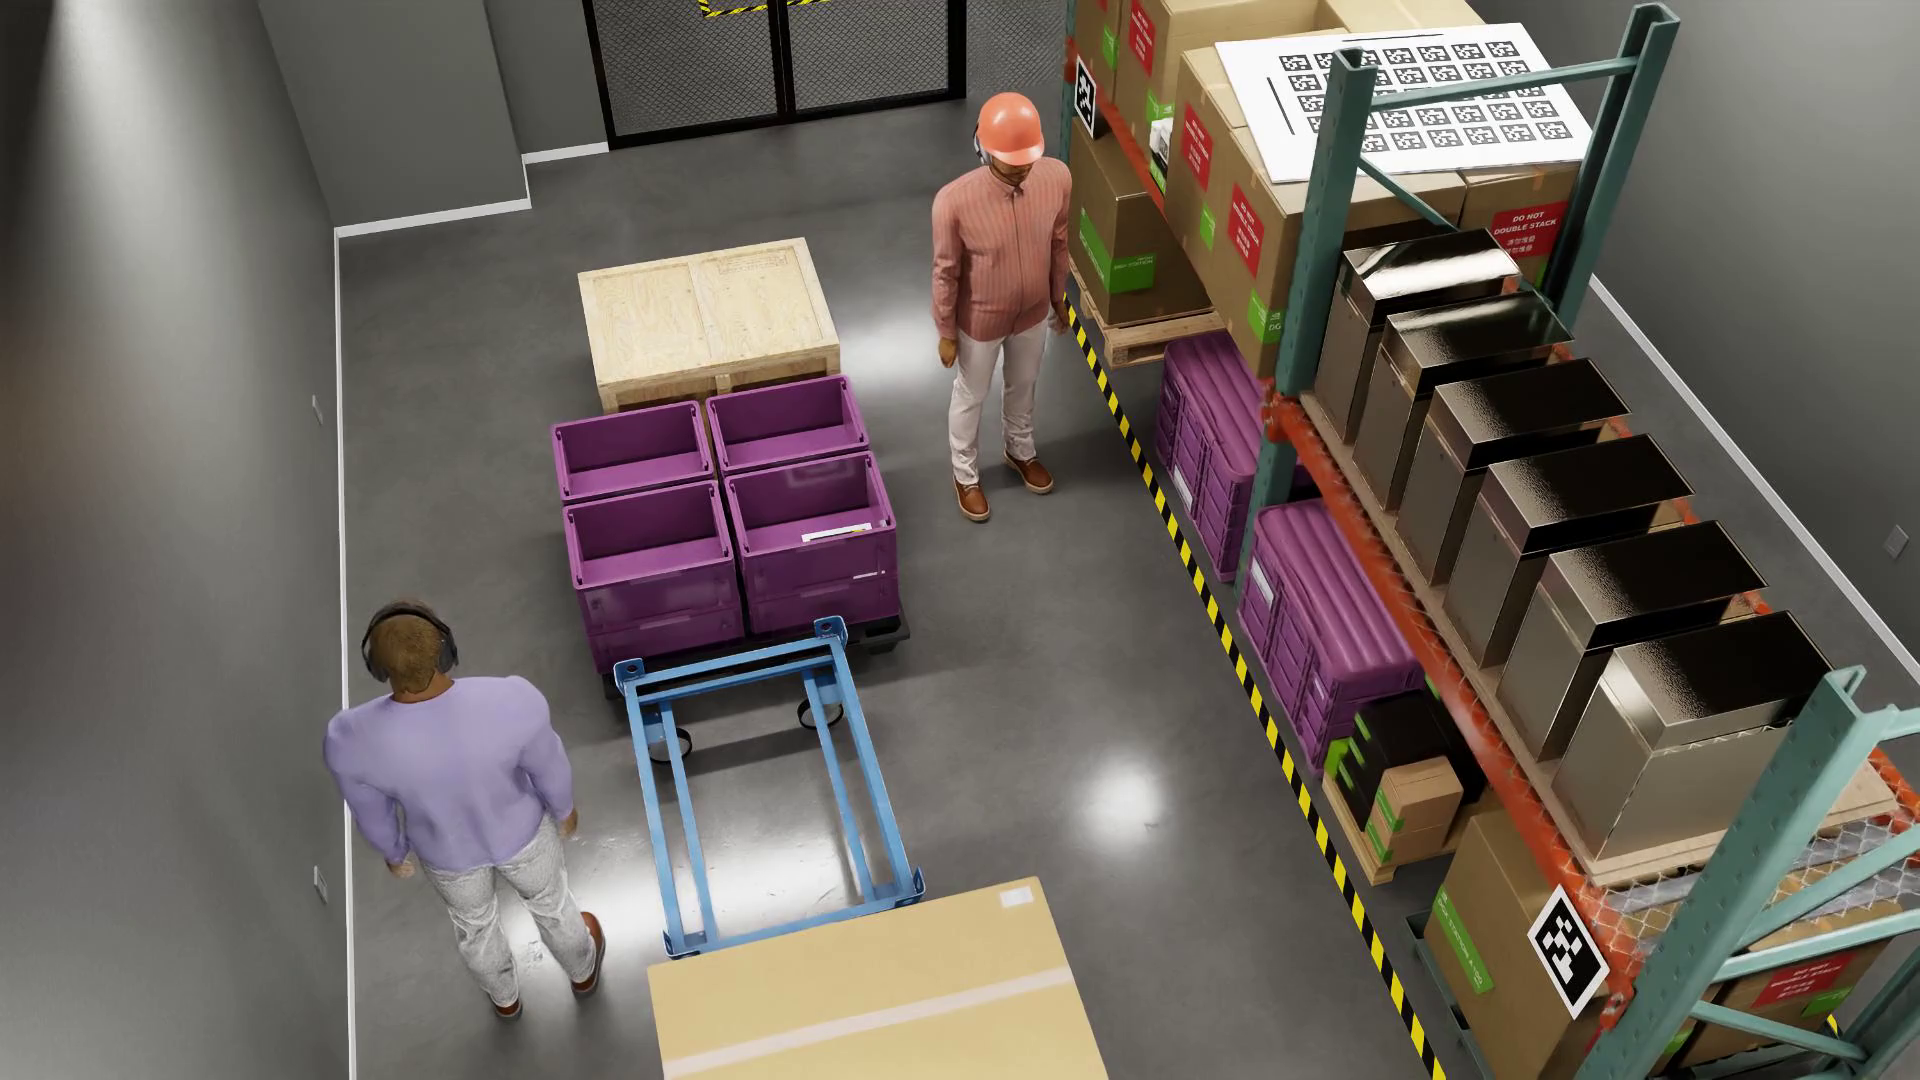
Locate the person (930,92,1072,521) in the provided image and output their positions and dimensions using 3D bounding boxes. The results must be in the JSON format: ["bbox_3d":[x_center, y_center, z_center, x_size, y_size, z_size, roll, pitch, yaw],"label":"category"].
[{"bbox_3d":[0.175,-0.922,6.695,0.620,1.994,0.381,-22,51,-19],"label":"person"}]

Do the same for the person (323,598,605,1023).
[{"bbox_3d":[-1.475,0.877,5.086,0.629,1.933,0.379,-11,48,-10],"label":"person"}]
